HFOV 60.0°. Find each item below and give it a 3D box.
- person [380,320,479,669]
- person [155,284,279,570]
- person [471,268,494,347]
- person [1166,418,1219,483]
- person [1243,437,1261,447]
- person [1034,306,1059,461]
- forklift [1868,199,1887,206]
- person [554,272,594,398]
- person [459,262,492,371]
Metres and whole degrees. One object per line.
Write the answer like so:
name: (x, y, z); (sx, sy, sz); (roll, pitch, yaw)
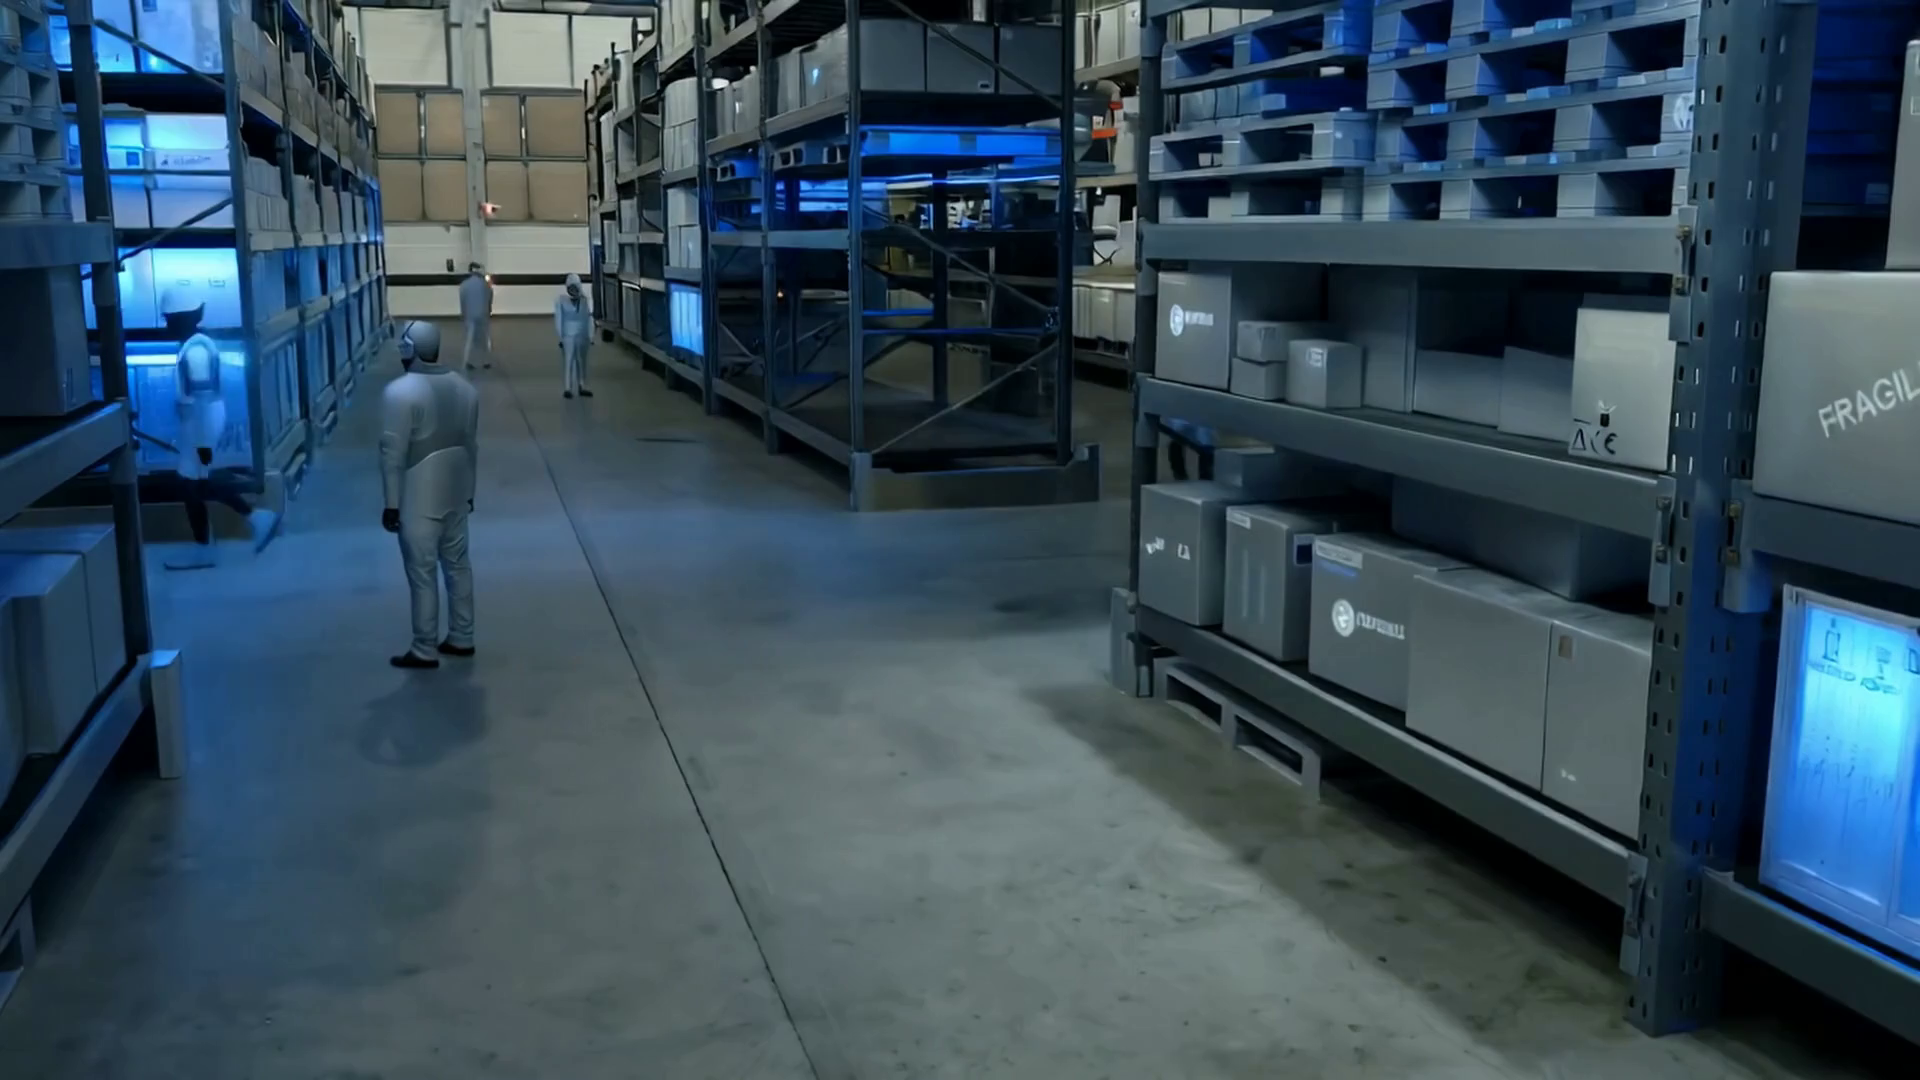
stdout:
person: (-2.926, -0.250, 9.138); (0.400, 1.902, 0.642); (5, 11, 25)
person: (-5.307, -0.796, 11.782); (0.666, 2.024, 0.630); (-3, 11, -17)
person: (-10.387, -5.033, 35.852); (0.539, 1.723, 0.909); (1, 10, 7)
person: (1.974, -1.054, 14.153); (0.550, 1.668, 0.567); (5, 12, 26)
person: (3.451, -1.909, 18.234); (0.571, 1.901, 0.887); (-3, 11, -16)
person: (0.975, -1.651, 17.570); (0.288, 1.626, 0.497); (-7, 12, -34)
forklift: (11.338, -2.915, 21.052); (1.129, 2.768, 1.873); (-3, 11, -17)
person: (-5.636, -2.995, 24.364); (0.590, 1.833, 0.403); (-9, 14, -42)
person: (-8.601, -3.945, 29.402); (0.622, 1.909, 1.106); (1, 10, 5)
